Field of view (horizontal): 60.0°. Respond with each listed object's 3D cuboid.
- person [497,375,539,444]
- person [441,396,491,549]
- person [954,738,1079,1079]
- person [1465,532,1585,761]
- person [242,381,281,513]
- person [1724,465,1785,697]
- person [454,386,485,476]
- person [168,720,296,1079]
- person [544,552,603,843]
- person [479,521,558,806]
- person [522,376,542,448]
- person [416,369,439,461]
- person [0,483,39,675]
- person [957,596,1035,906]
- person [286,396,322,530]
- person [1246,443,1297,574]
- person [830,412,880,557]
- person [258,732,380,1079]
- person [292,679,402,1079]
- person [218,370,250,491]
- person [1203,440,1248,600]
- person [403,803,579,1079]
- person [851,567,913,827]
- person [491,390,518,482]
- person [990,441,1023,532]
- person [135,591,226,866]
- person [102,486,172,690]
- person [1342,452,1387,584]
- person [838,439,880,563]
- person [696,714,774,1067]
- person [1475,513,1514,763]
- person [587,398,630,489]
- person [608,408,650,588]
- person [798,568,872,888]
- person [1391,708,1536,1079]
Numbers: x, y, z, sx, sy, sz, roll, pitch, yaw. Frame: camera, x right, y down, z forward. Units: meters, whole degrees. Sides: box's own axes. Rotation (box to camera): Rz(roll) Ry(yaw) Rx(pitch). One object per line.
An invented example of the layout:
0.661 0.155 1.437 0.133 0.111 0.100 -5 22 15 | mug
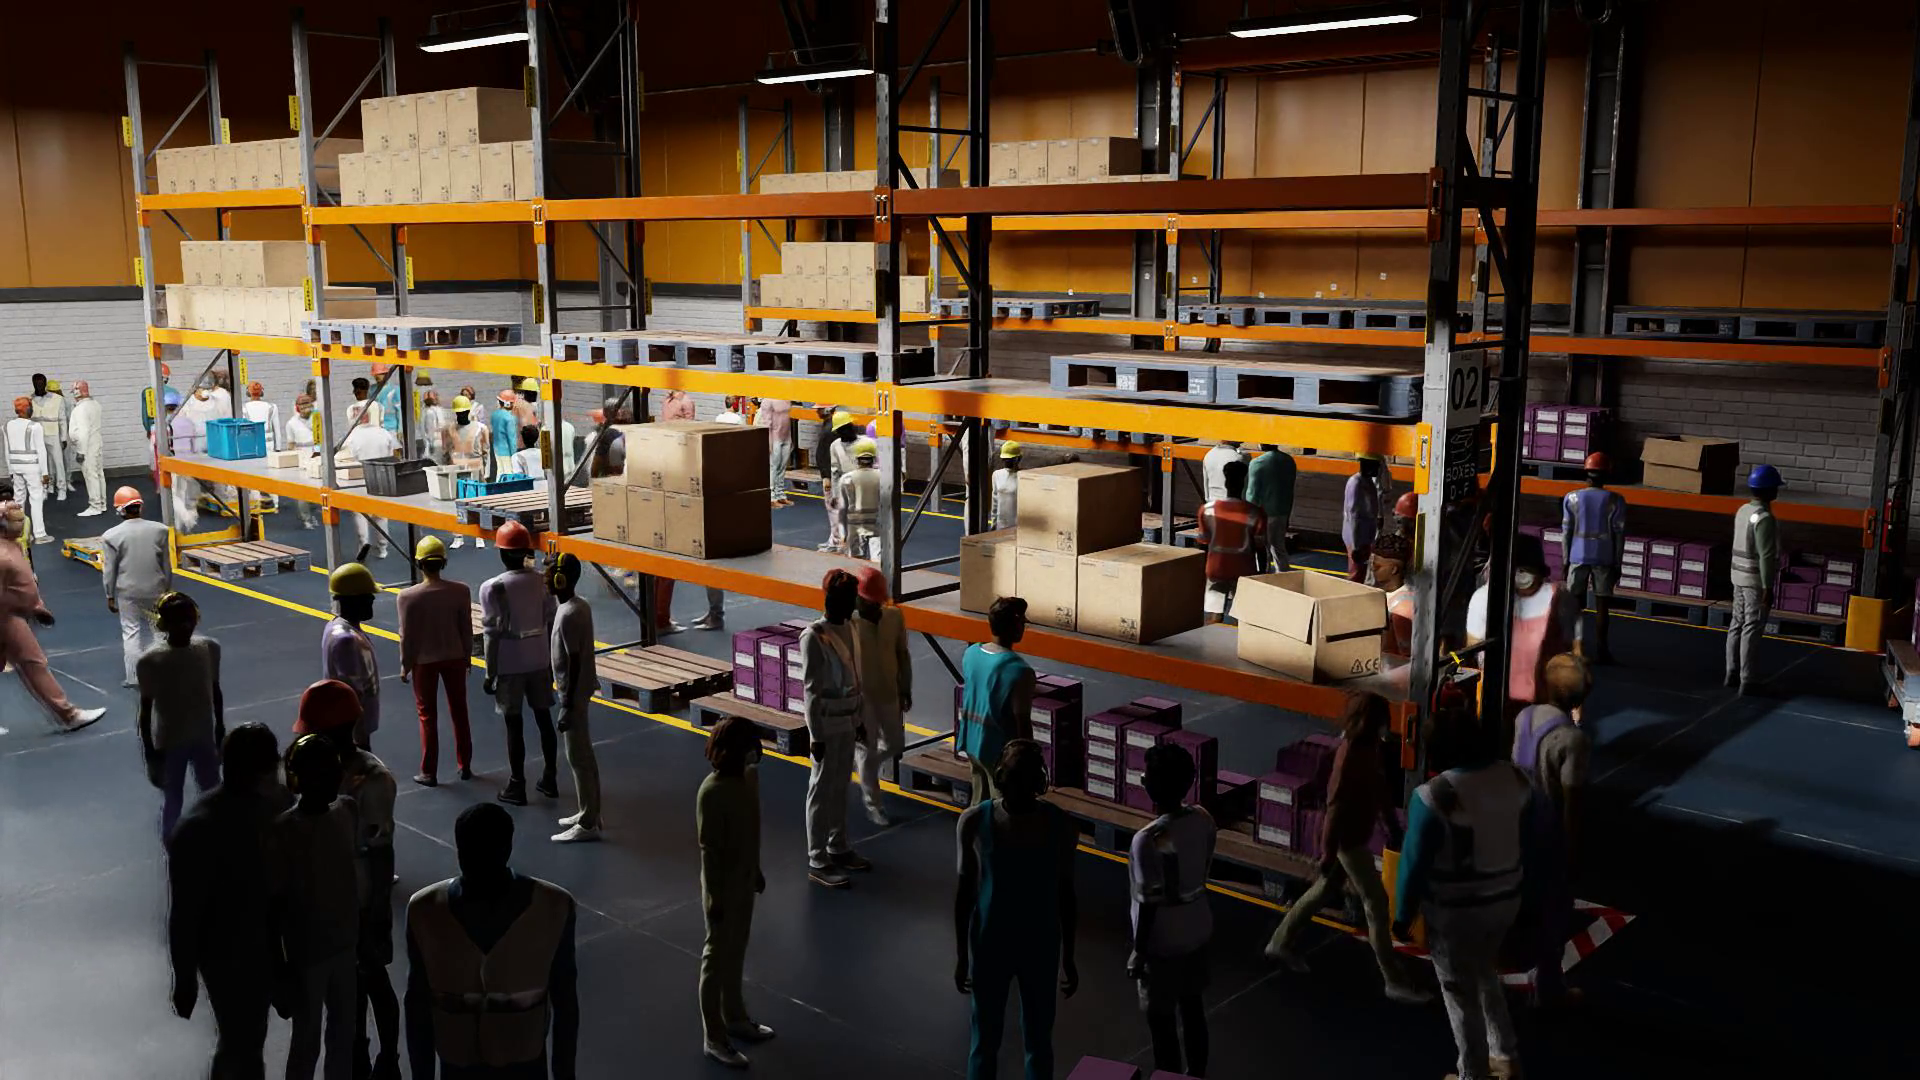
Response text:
-6.479 -1.481 24.364 0.641 1.939 0.703 -2 10 -14 | person
-6.167 -0.842 20.771 0.594 1.924 0.383 -1 10 -7 | person
0.230 1.684 6.740 0.504 1.839 0.344 0 10 -2 | person
3.528 0.932 10.419 0.702 2.000 0.535 3 10 14 | person
-9.883 -1.295 23.458 0.584 1.882 0.348 -7 12 -35 | person
6.708 0.339 14.029 0.376 1.950 0.614 1 10 3 | person
-7.560 -1.565 25.707 0.519 1.633 0.314 3 10 15 | person
-2.871 1.659 6.721 0.569 1.934 0.651 2 10 14 | person
-2.463 0.993 10.563 0.310 1.868 0.532 -1 10 -3 | person
-2.988 0.831 11.281 0.546 1.939 0.375 -8 13 -39 | person
-7.282 -2.026 28.030 0.490 1.730 0.324 2 10 9 | person
-9.052 -2.021 28.052 0.782 1.706 0.495 7 12 33 | person
-8.456 0.332 14.786 0.317 1.696 0.539 4 11 22 | person
0.204 1.227 9.351 0.388 1.837 0.560 -8 13 -37 | person
-8.678 -1.020 22.118 0.465 1.811 0.595 6 12 31 | person
3.224 -0.230 17.312 0.629 1.930 0.358 -7 12 -35 | person
-1.209 -0.559 19.327 0.628 1.868 0.735 3 11 18 | person
-2.562 1.675 6.705 0.310 1.868 0.532 4 11 23 | person
-2.697 1.542 7.299 0.543 1.929 0.385 7 12 34 | person
-11.278 -1.694 25.709 0.810 1.879 0.652 1 10 8 | person
2.884 -0.312 17.835 0.407 1.910 0.639 -5 11 -27 | person
-1.616 1.816 5.787 0.587 1.913 0.390 -2 10 -9 | person
-0.596 1.002 10.918 0.593 1.722 0.567 -6 12 -32 | person
-6.464 -1.277 23.769 0.352 1.738 0.573 -9 13 -41 | person
0.542 -0.174 17.480 0.518 1.757 0.338 7 12 35 | person
-4.463 1.189 9.611 0.545 1.811 0.997 -10 14 -44 | person
-7.038 0.407 14.235 0.350 1.744 0.569 9 14 43 | person
3.897 -0.009 16.068 0.386 1.922 0.594 4 11 23 | person
-0.950 -0.113 16.962 0.585 1.824 0.404 -1 10 -7 | person
-1.054 1.605 7.762 0.283 1.634 0.498 4 11 19 | person
3.853 0.738 11.999 0.358 1.877 0.575 6 12 30 | person
-4.048 -0.750 19.932 1.062 2.000 0.690 6 12 31 | person
-3.518 -0.495 18.490 0.688 2.000 0.536 -7 12 -35 | person
-0.737 1.101 9.903 0.355 1.887 0.573 4 11 23 | person
2.193 1.612 7.251 0.656 1.807 0.450 -5 11 -26 | person
